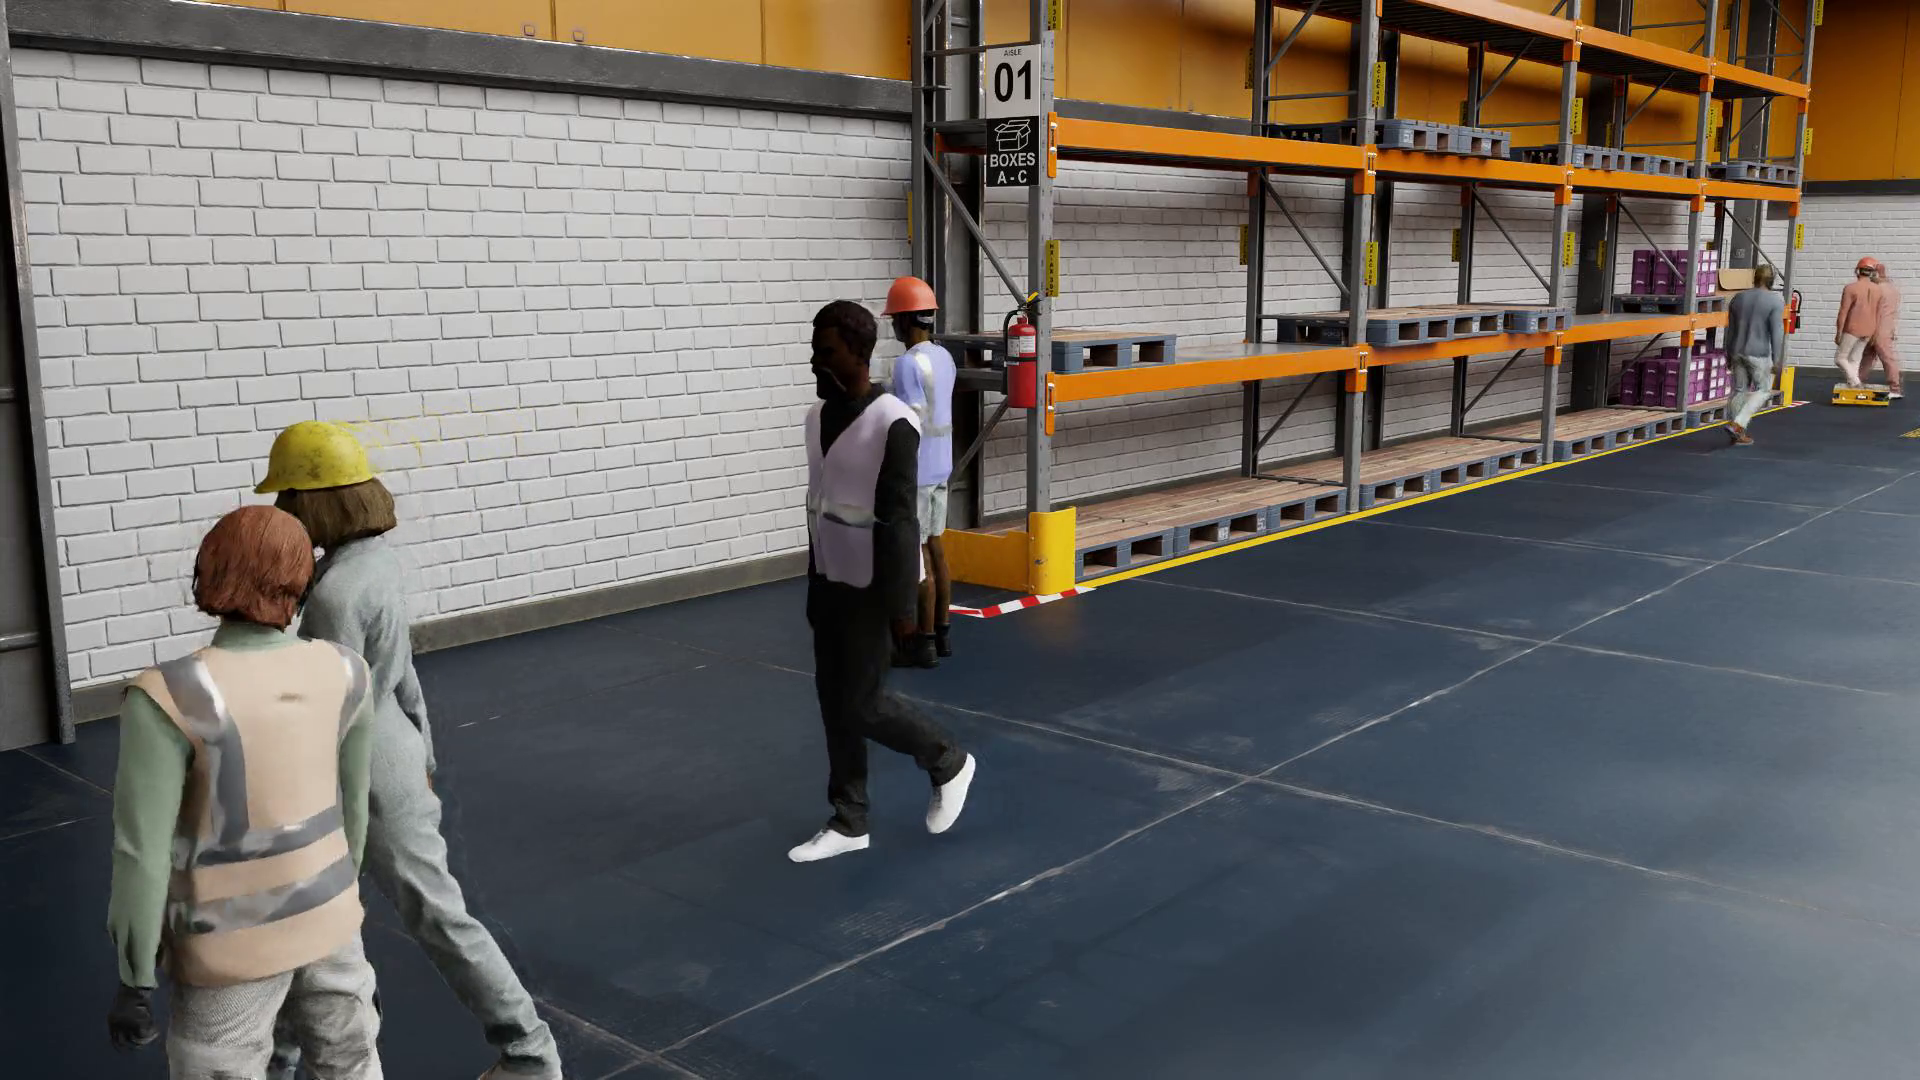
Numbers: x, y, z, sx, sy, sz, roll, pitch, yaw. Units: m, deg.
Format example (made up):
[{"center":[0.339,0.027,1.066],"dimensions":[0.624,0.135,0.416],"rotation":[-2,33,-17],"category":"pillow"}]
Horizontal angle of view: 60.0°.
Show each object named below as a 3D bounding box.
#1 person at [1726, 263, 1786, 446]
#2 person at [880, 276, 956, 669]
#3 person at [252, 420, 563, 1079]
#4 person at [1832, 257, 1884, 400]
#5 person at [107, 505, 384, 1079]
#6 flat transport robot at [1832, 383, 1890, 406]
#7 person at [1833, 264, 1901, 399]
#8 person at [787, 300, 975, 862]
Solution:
[{"center":[8.243,-1.916,17.337],"dimensions":[0.512,1.916,0.674],"rotation":[-5,11,-25],"category":"person"},{"center":[-0.227,-0.330,8.258],"dimensions":[0.363,1.934,0.553],"rotation":[4,11,19],"category":"person"},{"center":[-1.401,0.558,3.910],"dimensions":[0.918,1.684,0.492],"rotation":[-2,10,-13],"category":"person"},{"center":[12.012,-2.802,22.262],"dimensions":[0.638,1.968,0.530],"rotation":[-2,10,-14],"category":"person"},{"center":[-1.237,0.749,3.025],"dimensions":[0.371,1.622,0.588],"rotation":[5,11,26],"category":"person"},{"center":[12.048,-1.951,22.224],"dimensions":[0.652,0.197,1.431],"rotation":[5,11,28],"category":"flat transport robot"},{"center":[12.634,-2.887,23.043],"dimensions":[0.984,1.844,0.671],"rotation":[9,14,43],"category":"person"},{"center":[-0.288,0.147,5.633],"dimensions":[0.572,1.908,0.587],"rotation":[-7,12,-33],"category":"person"}]
